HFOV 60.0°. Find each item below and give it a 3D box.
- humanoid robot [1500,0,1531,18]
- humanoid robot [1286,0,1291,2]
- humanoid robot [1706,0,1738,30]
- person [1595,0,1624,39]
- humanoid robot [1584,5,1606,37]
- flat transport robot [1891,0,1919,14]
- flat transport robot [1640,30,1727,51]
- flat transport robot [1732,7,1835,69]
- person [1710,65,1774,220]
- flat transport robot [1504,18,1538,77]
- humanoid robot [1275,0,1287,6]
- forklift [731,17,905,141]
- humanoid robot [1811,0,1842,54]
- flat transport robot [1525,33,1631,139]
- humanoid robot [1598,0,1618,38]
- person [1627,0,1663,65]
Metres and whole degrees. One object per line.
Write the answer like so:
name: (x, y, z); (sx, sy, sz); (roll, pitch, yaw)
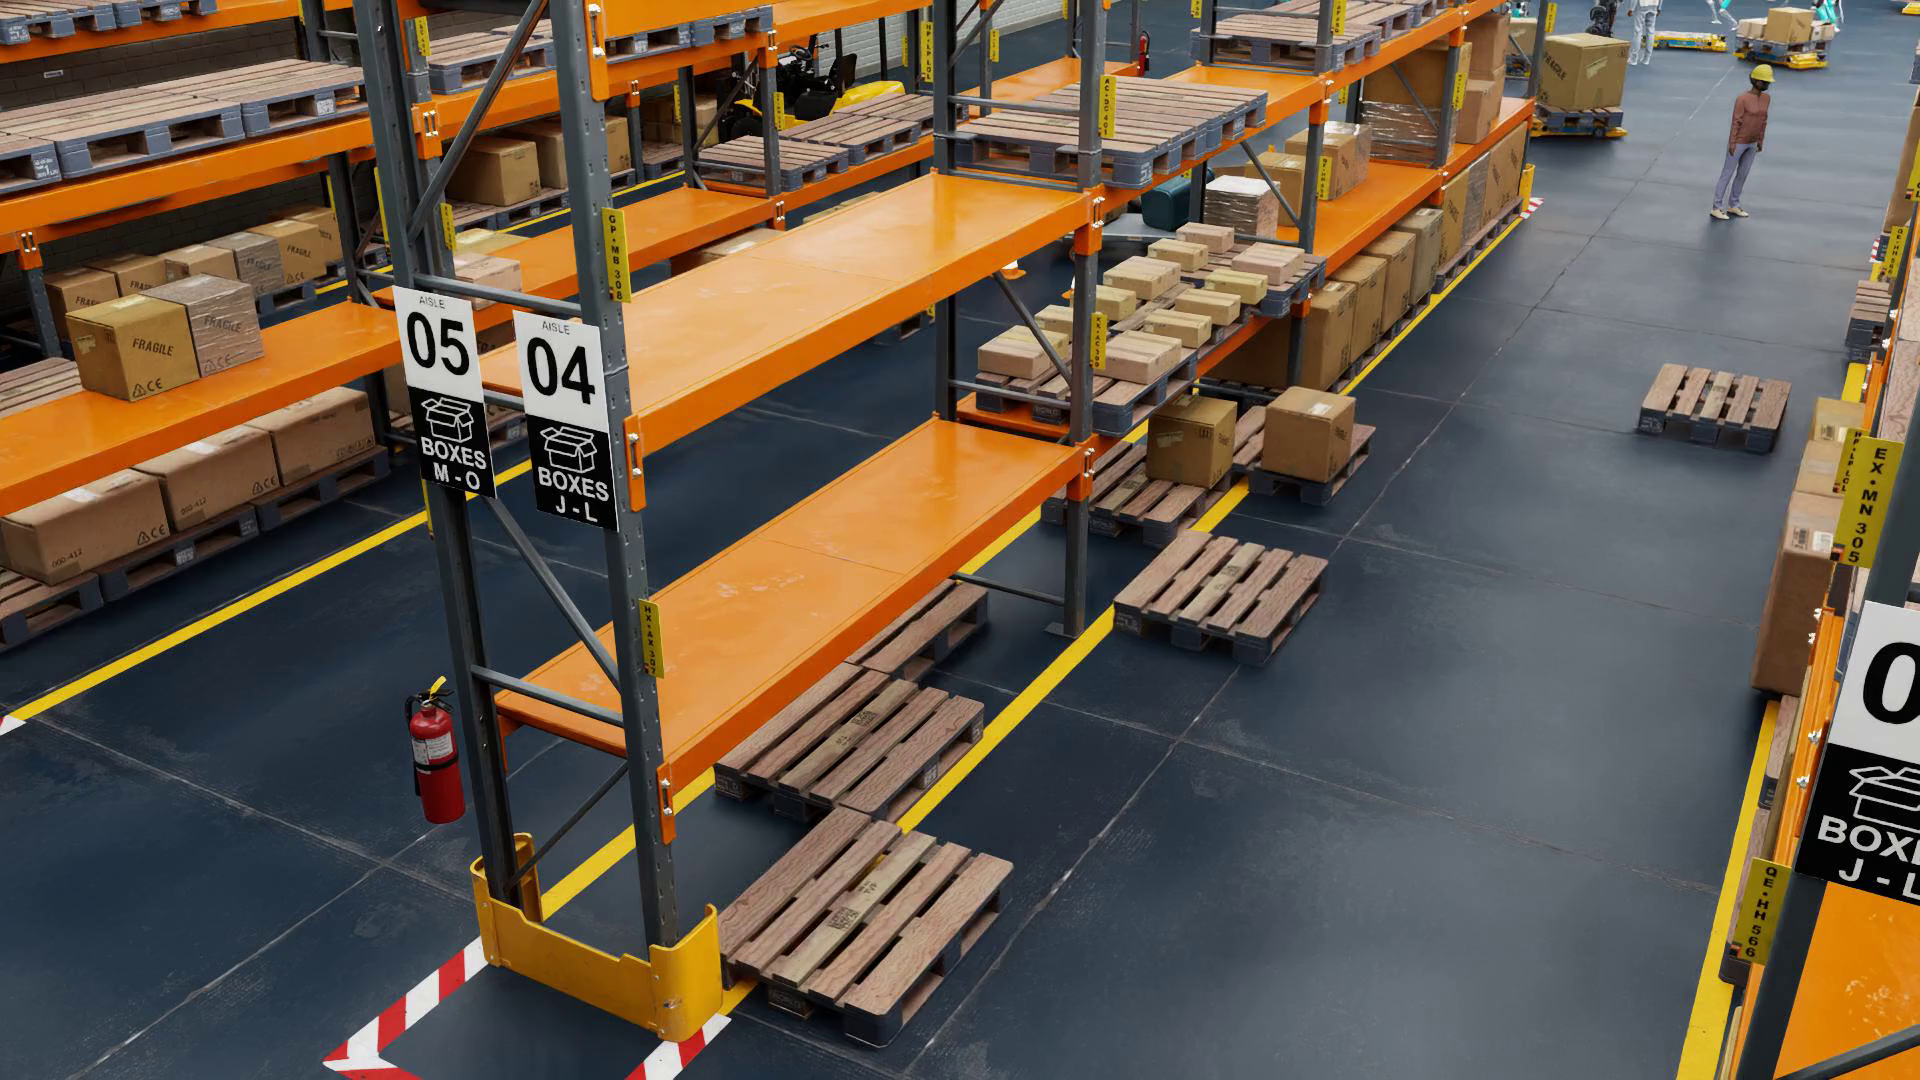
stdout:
humanoid robot: (9.383, -9.029, 28.400); (0.534, 1.782, 0.717); (-5, 26, -10)
humanoid robot: (6.144, -10.133, 30.741); (0.798, 1.791, 0.532); (-12, 28, -23)
humanoid robot: (14.615, -10.575, 31.633); (0.898, 1.771, 0.551); (2, 26, 5)
person: (11.790, -9.993, 30.180); (0.650, 1.941, 0.593); (16, 30, 30)
humanoid robot: (9.005, -6.802, 23.853); (0.339, 1.656, 0.589); (10, 27, 19)
flat transport robot: (19.788, -10.939, 34.071); (0.659, 0.231, 1.431); (17, 31, 32)
flat transport robot: (13.105, -9.041, 30.128); (1.431, 0.231, 0.659); (10, 27, 20)
flat transport robot: (14.194, -8.369, 28.731); (0.659, 0.231, 1.431); (-11, 28, -22)
person: (9.044, -4.571, 19.126); (0.519, 1.758, 0.341); (-12, 28, -23)
flat transport robot: (8.920, -7.881, 27.718); (1.431, 0.231, 0.659); (2, 26, 3)
humanoid robot: (4.687, -7.175, 24.630); (0.589, 1.639, 0.539); (15, 30, 28)
forklift: (-1.819, -5.975, 21.543); (2.313, 2.155, 1.214); (14, 29, 26)
humanoid robot: (15.313, -9.395, 29.200); (0.534, 1.824, 0.648); (-7, 27, -15)
flat transport robot: (8.619, -5.868, 23.534); (1.431, 0.231, 0.659); (0, 26, 0)
humanoid robot: (10.460, -8.265, 26.946); (0.791, 1.626, 0.590); (10, 27, 20)
person: (11.687, -9.085, 28.325); (0.589, 1.915, 0.399); (-4, 26, -7)
